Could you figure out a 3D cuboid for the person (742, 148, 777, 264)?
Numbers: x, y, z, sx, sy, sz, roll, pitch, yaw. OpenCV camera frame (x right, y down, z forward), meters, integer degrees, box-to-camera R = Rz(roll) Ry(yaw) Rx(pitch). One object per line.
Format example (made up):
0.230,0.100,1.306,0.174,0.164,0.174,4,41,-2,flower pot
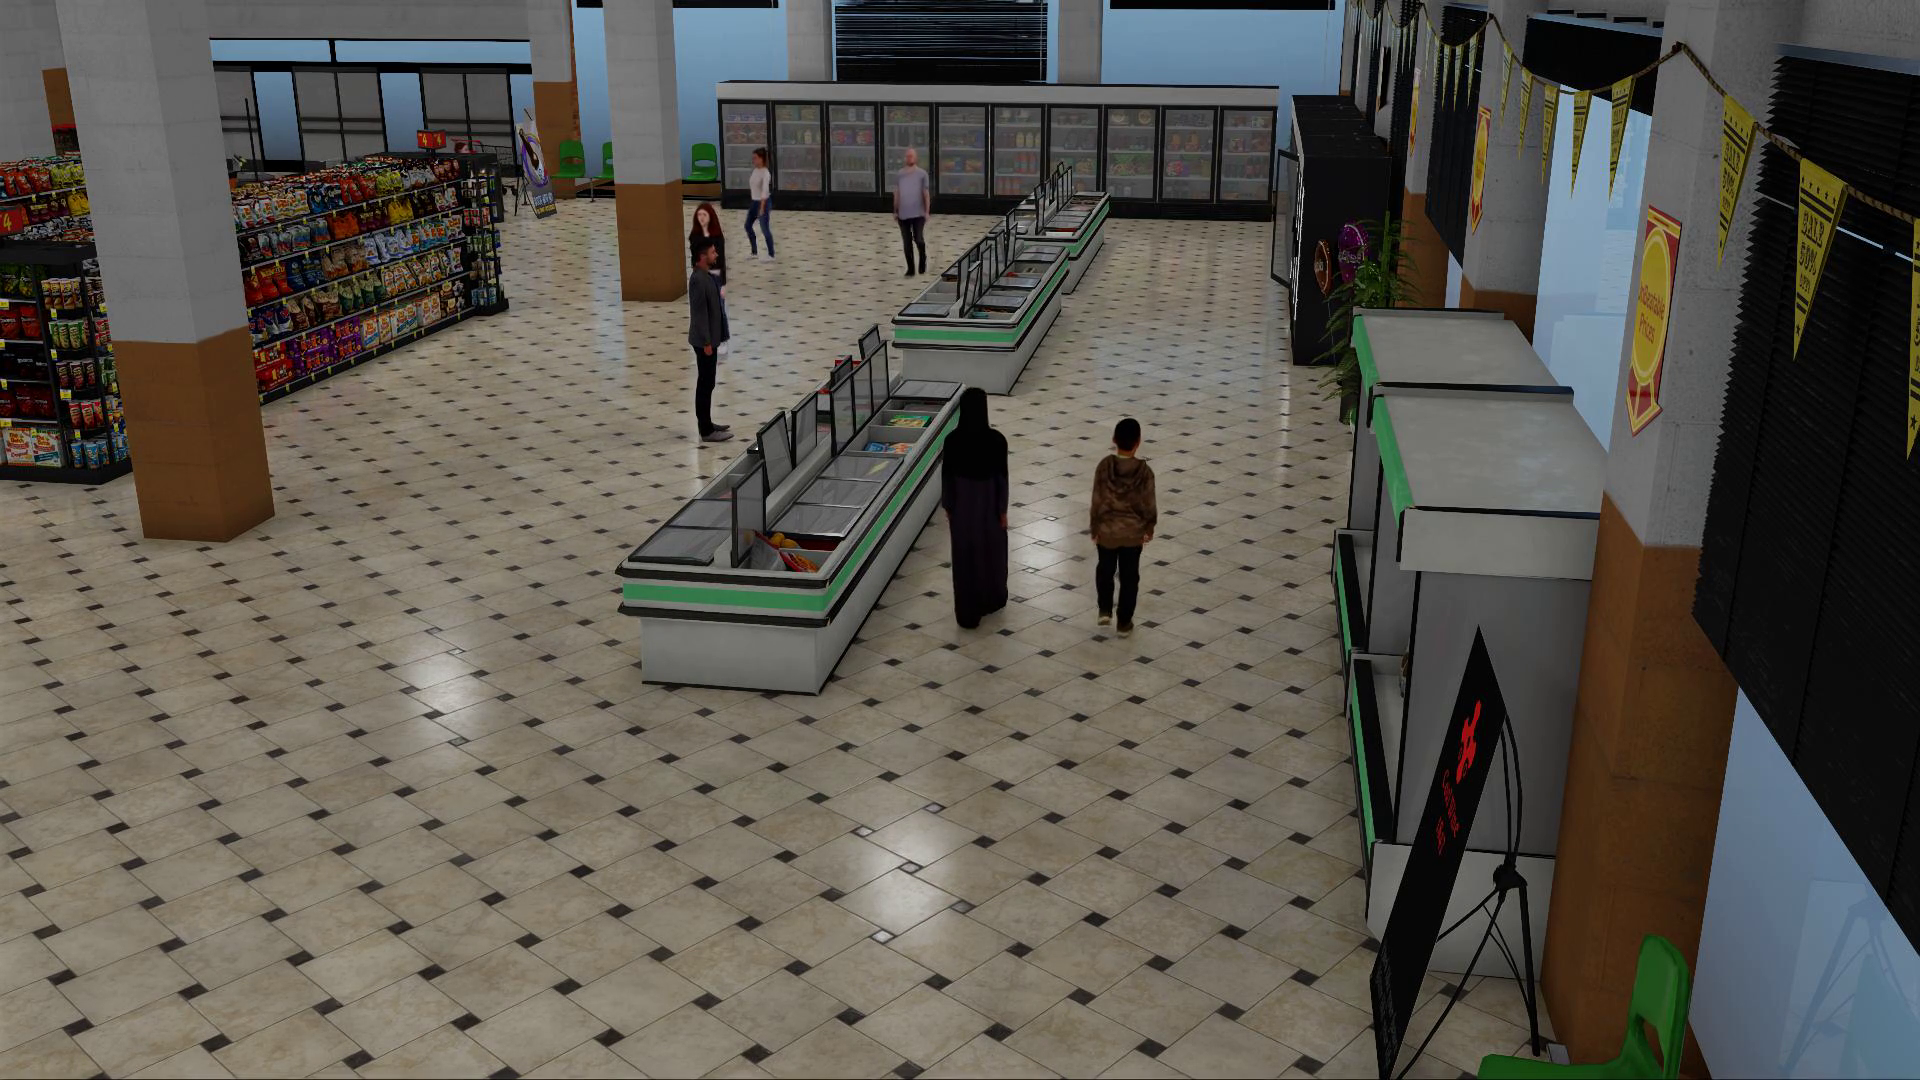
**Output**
-2.918,-5.039,25.112,0.873,1.710,0.814,-10,21,-28,person

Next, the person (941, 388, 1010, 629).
0.085,-0.193,10.901,0.609,1.606,0.811,3,19,10,person

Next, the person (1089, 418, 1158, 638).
1.027,-0.053,10.736,0.607,1.446,0.594,5,19,13,person

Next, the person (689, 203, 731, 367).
-2.746,-2.827,18.520,0.608,1.730,1.199,4,19,12,person

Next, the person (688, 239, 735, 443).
-2.362,-1.868,15.450,0.820,1.874,0.673,-4,19,-10,person

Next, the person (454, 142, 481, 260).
-7.603,-5.213,25.549,0.710,1.759,0.551,-3,19,-8,person

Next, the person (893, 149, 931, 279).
-0.663,-4.701,23.929,0.726,1.824,0.722,6,20,18,person
